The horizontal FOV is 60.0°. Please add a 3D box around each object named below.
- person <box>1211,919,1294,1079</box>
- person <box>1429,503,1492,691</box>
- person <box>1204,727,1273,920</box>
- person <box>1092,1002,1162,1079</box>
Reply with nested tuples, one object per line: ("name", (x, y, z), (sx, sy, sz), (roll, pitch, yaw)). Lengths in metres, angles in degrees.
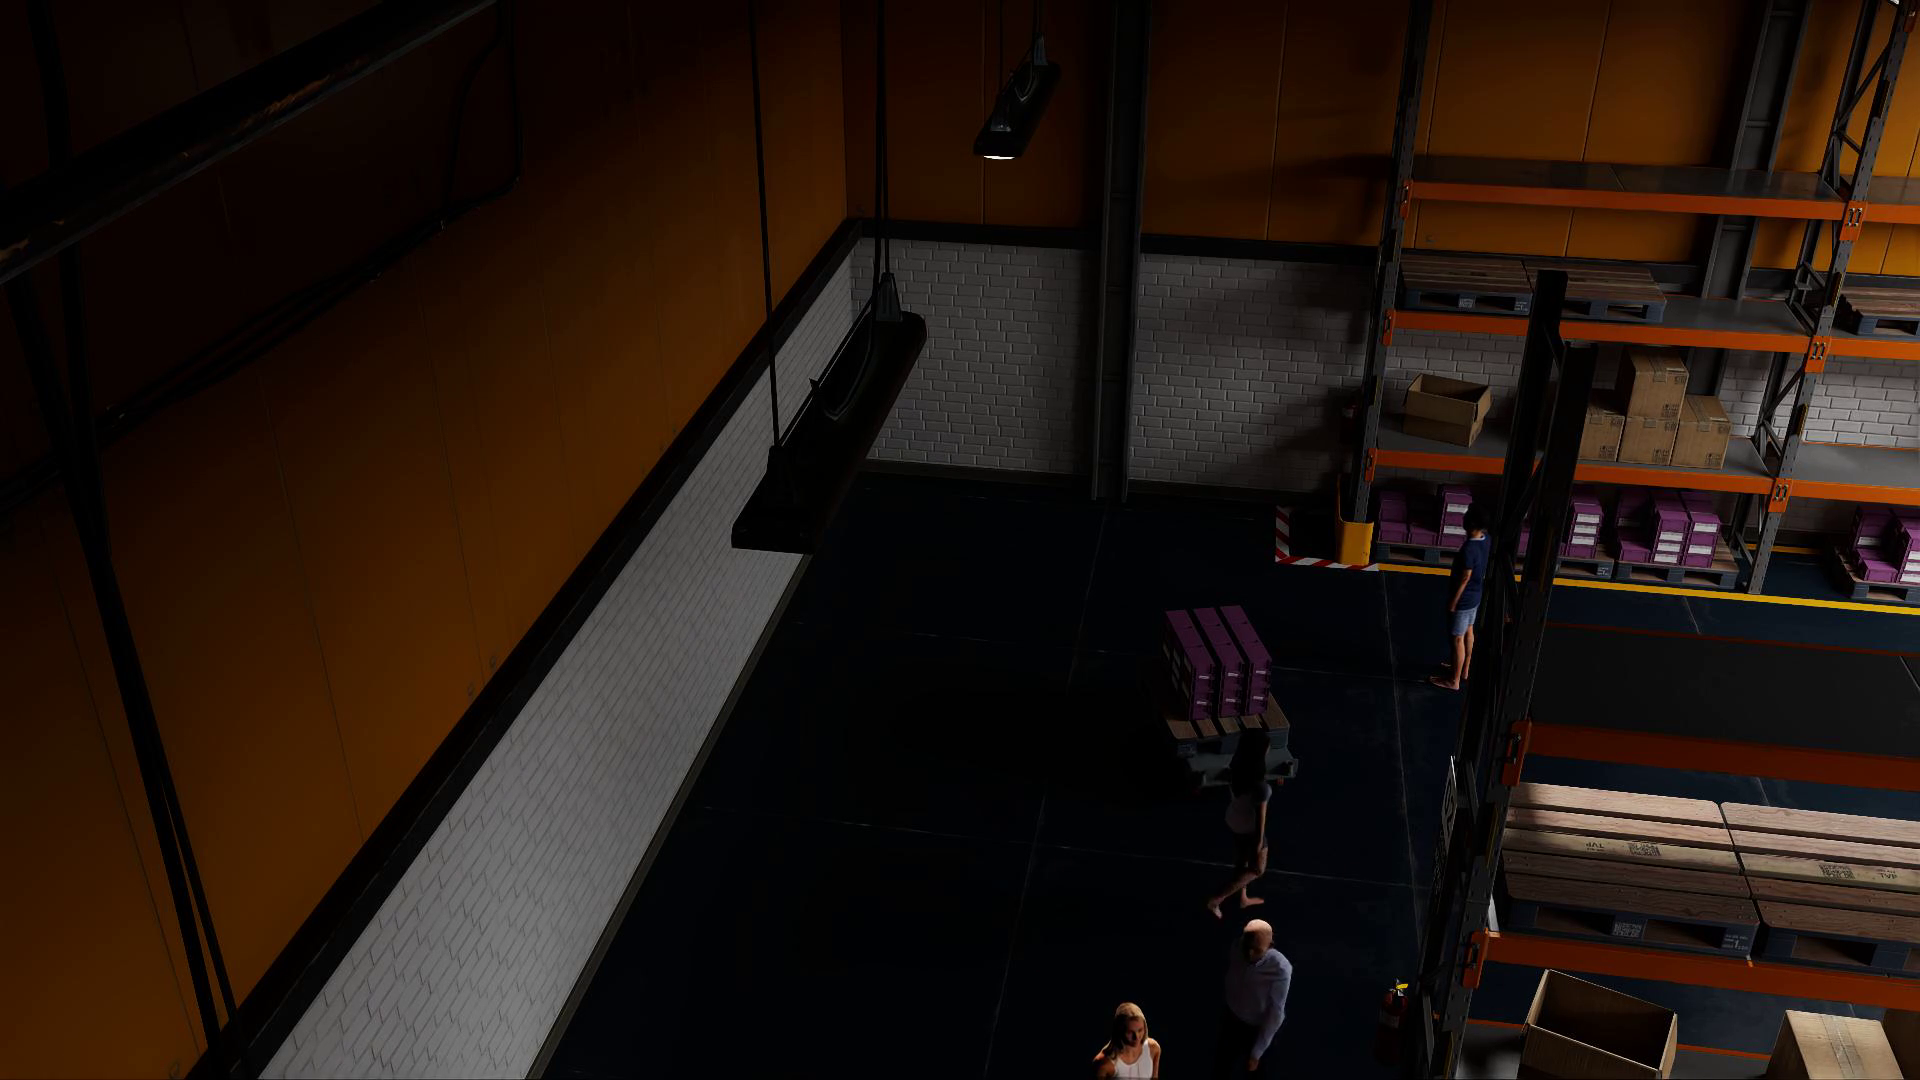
("person", (1.887, 3.068, 10.524), (0.965, 1.778, 0.935), (-22, 36, -35))
("person", (4.609, 0.509, 15.141), (0.727, 1.850, 0.714), (23, 36, 35))
("person", (2.056, 2.123, 12.347), (0.931, 1.692, 0.827), (-11, 31, -20))
("person", (0.948, 3.425, 9.845), (0.701, 1.802, 0.789), (-12, 31, -21))
